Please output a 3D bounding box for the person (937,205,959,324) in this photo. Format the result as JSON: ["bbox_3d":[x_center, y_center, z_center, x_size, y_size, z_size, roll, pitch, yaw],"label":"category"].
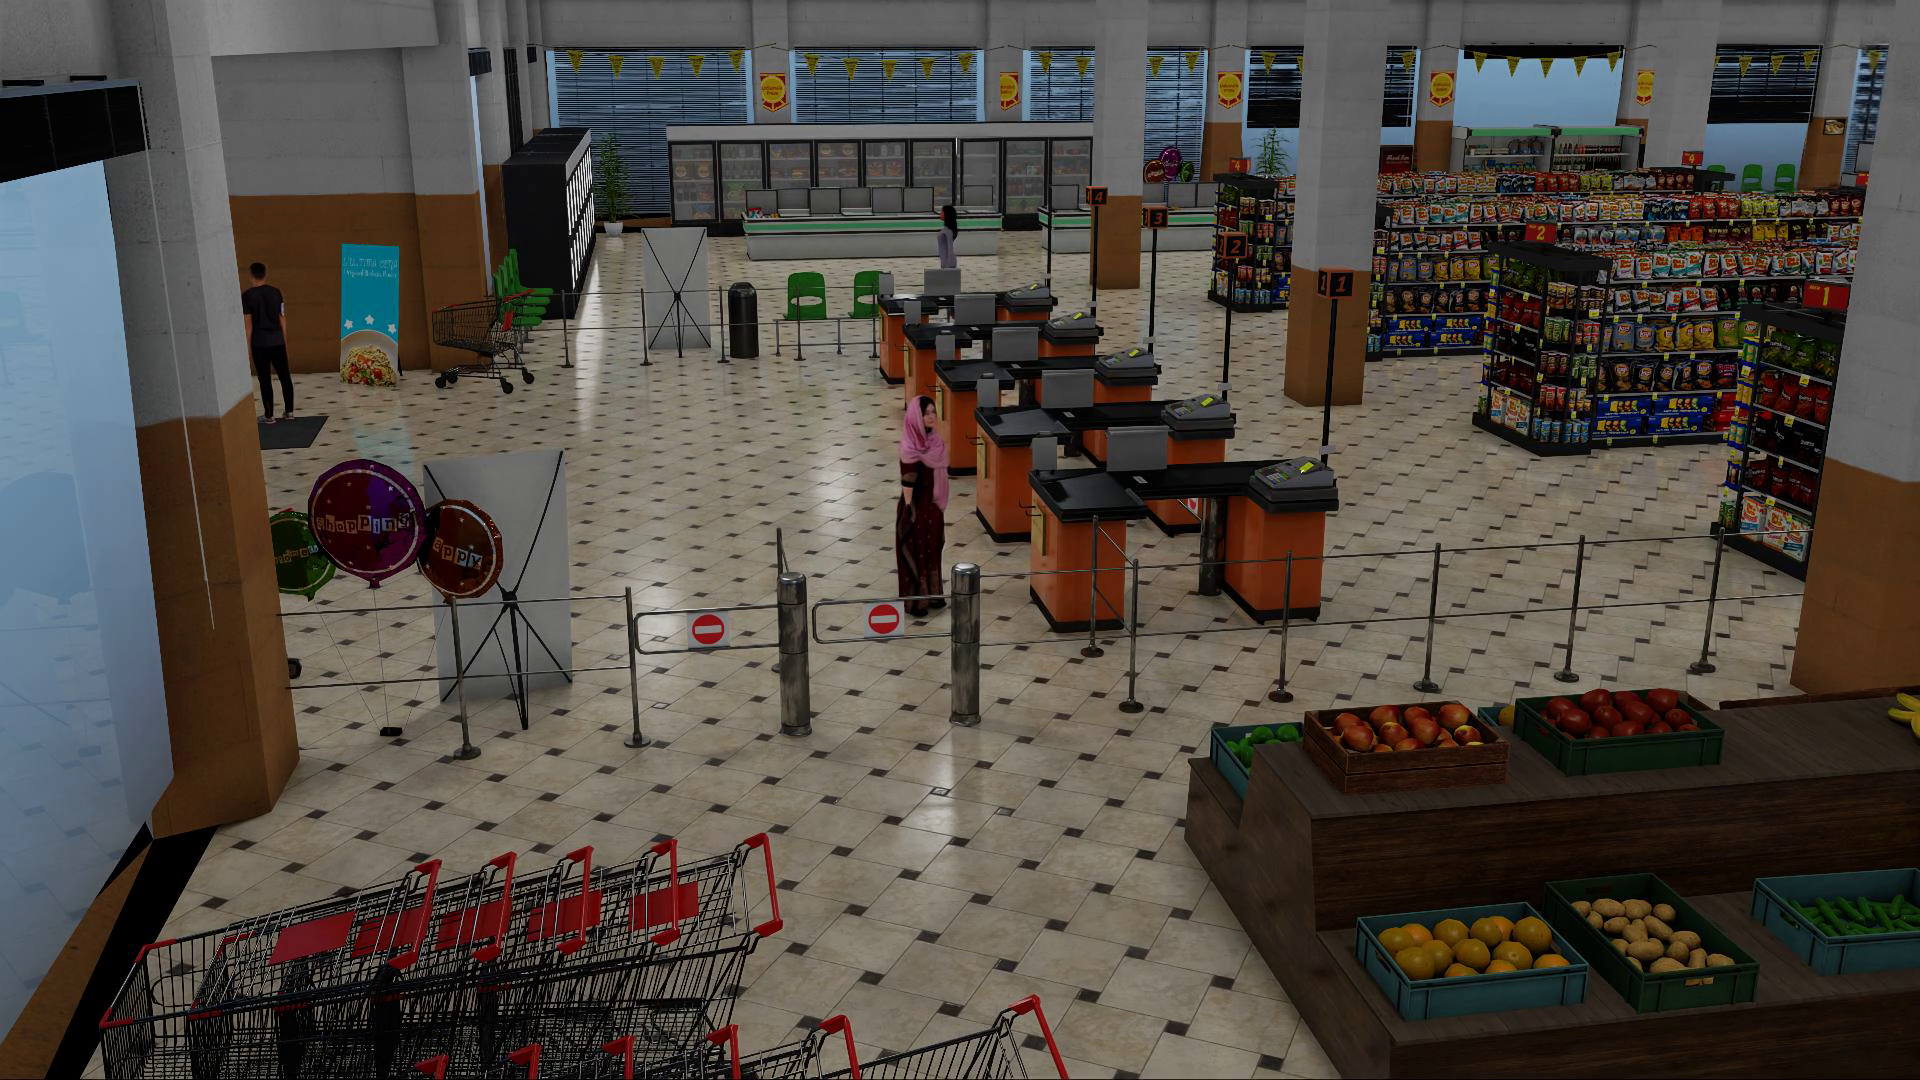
[{"bbox_3d":[-0.156,-4.072,24.591,0.581,1.735,0.639,0,17,-1],"label":"person"}]

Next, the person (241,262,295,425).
[{"bbox_3d":[-7.596,-2.157,18.234,0.776,1.764,0.688,15,22,40],"label":"person"}]

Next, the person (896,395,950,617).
[{"bbox_3d":[-0.287,-0.267,12.226,0.820,1.639,0.756,12,21,34],"label":"person"}]
